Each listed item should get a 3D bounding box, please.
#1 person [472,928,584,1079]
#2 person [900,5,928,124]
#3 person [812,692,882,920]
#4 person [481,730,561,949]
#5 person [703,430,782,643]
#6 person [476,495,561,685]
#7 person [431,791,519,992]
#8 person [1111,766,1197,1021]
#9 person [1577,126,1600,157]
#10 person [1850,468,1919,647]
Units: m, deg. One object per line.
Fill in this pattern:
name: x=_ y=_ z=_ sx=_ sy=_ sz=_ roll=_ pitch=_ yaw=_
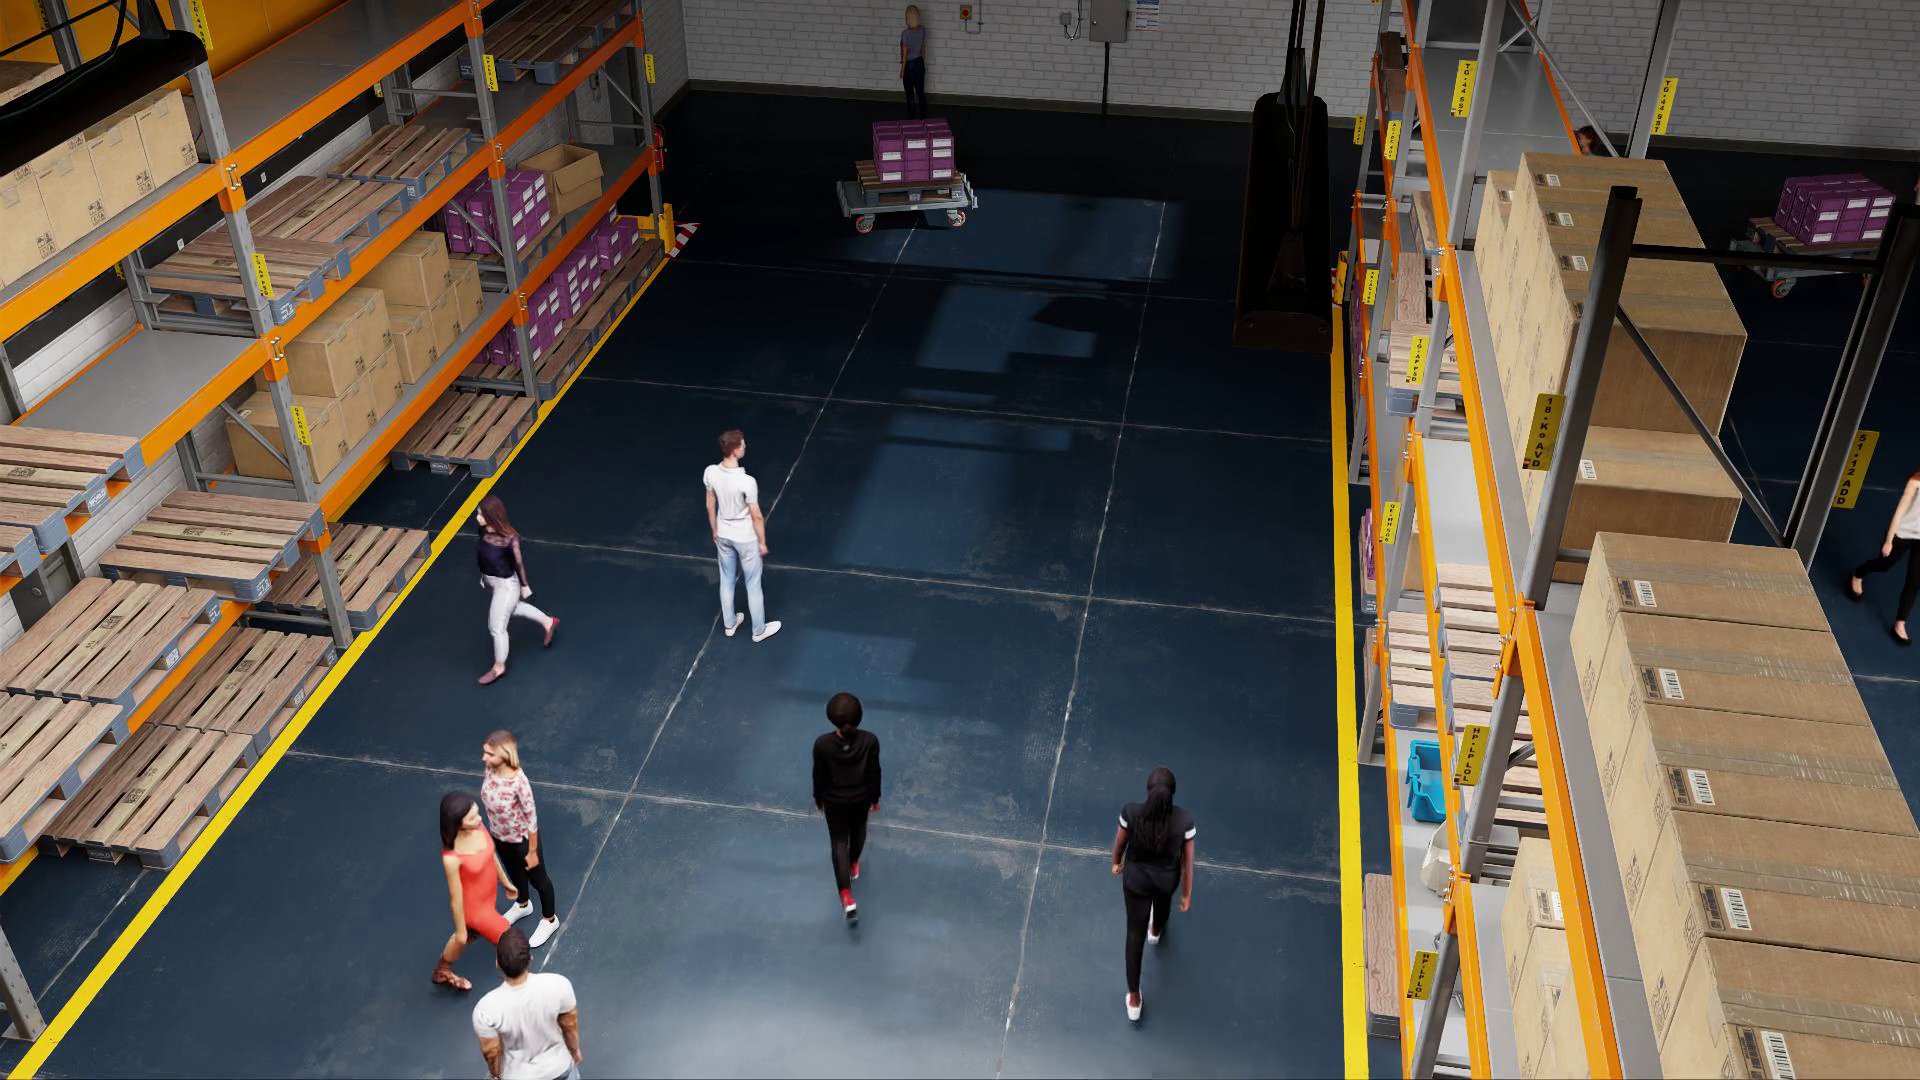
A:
person: x=-2.268 y=2.782 z=8.874 sx=0.758 sy=1.862 sz=0.777 roll=-17 pitch=37 yaw=-24
person: x=-0.639 y=-6.541 z=23.025 sx=0.626 sy=1.723 sz=0.713 roll=-28 pitch=42 yaw=-35
person: x=-0.714 y=1.698 z=10.689 sx=0.799 sy=1.657 sz=1.086 roll=-4 pitch=34 yaw=-6
person: x=-2.794 y=1.845 z=10.489 sx=0.641 sy=1.634 sz=0.648 roll=21 pitch=39 yaw=29
person: x=-1.754 y=-0.024 z=13.101 sx=0.711 sy=1.854 sz=0.655 roll=16 pitch=37 yaw=23
person: x=-3.472 y=0.324 z=12.826 sx=1.118 sy=1.580 sz=0.976 roll=-28 pitch=43 yaw=-35
person: x=-2.971 y=2.167 z=9.963 sx=0.753 sy=1.680 sz=1.075 roll=1 pitch=34 yaw=2
person: x=1.139 y=2.125 z=10.022 sx=0.648 sy=1.683 sz=1.156 roll=5 pitch=34 yaw=7
person: x=7.271 y=-4.109 z=19.519 sx=0.694 sy=1.553 sz=0.573 roll=-6 pitch=34 yaw=-9
person: x=7.566 y=-0.071 z=13.320 sx=0.751 sy=1.691 sz=1.143 roll=0 pitch=34 yaw=-1
